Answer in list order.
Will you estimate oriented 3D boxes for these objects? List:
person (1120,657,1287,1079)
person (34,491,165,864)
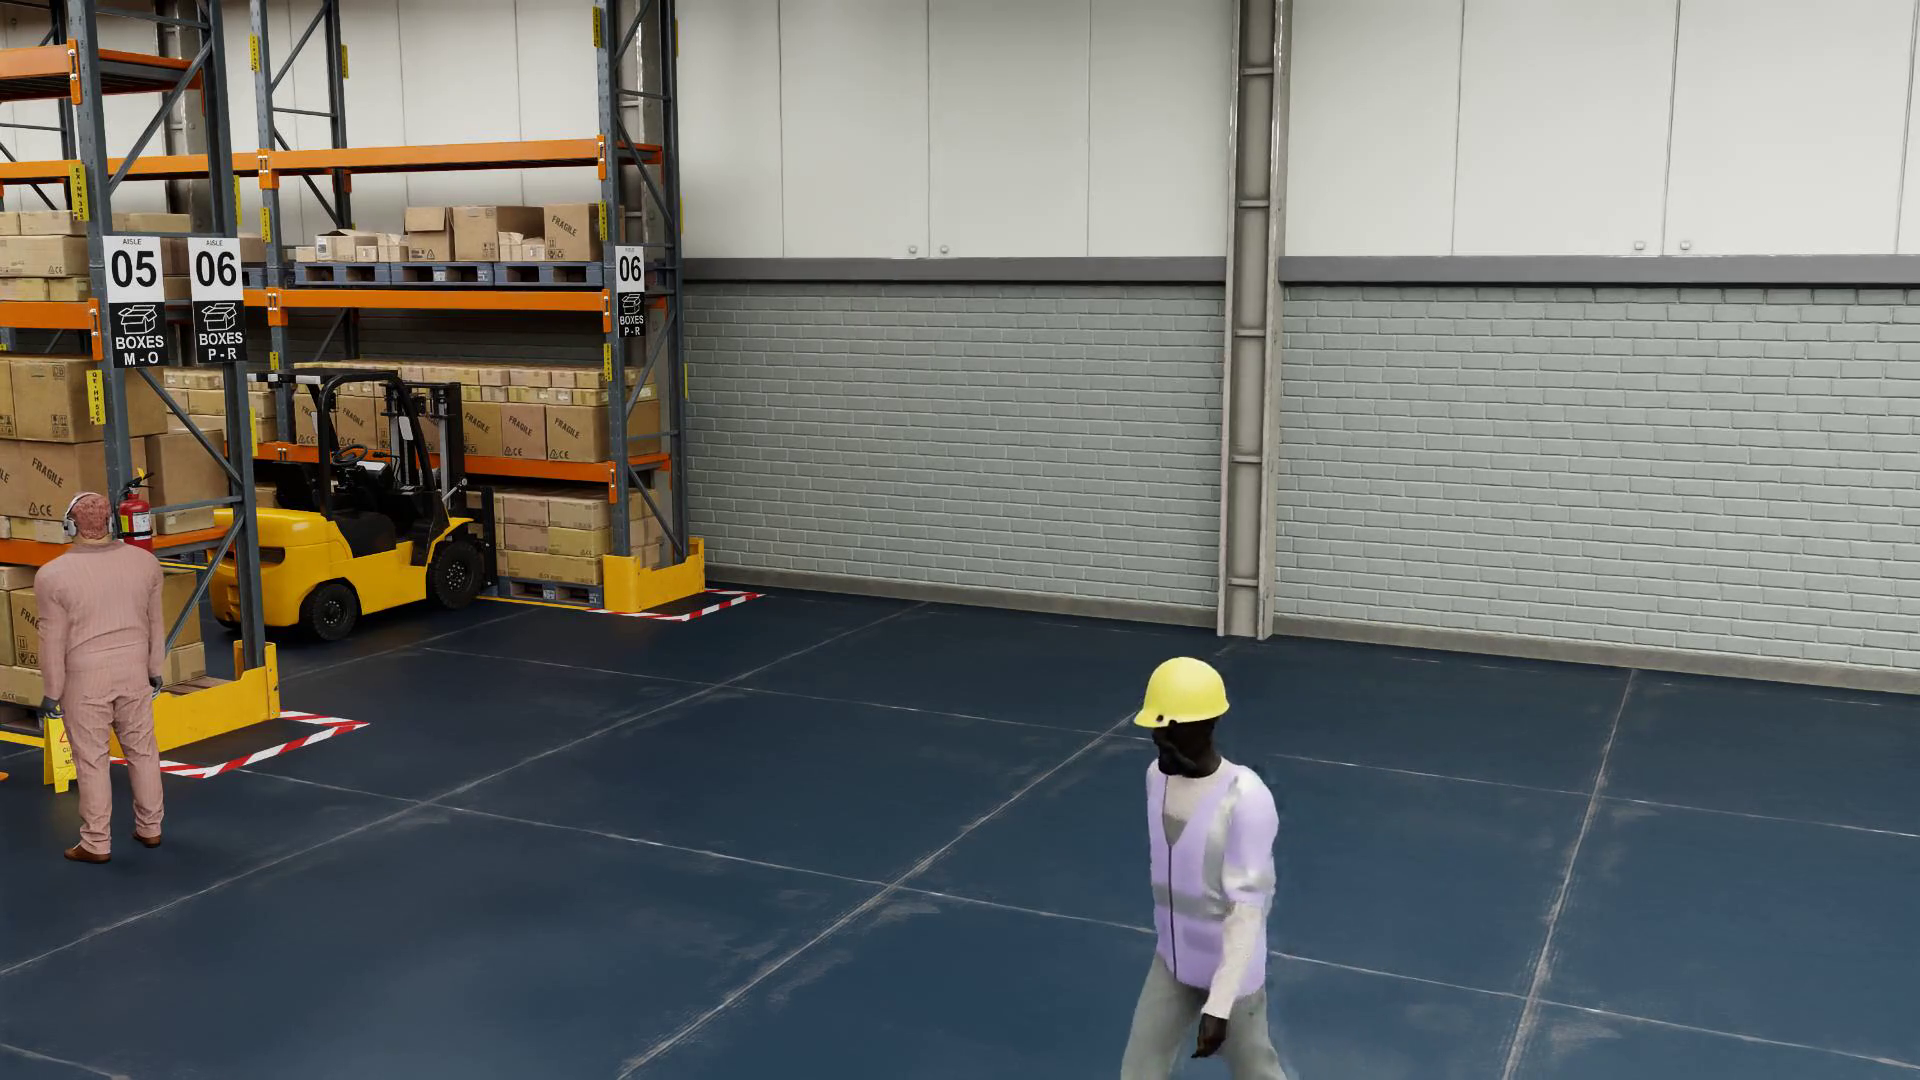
[{"bbox_3d":[0.698,1.285,5.070,0.999,1.873,0.609,-6,11,-31],"label":"person"},{"bbox_3d":[-4.410,0.700,8.545,0.407,1.908,0.641,6,11,34],"label":"person"}]
